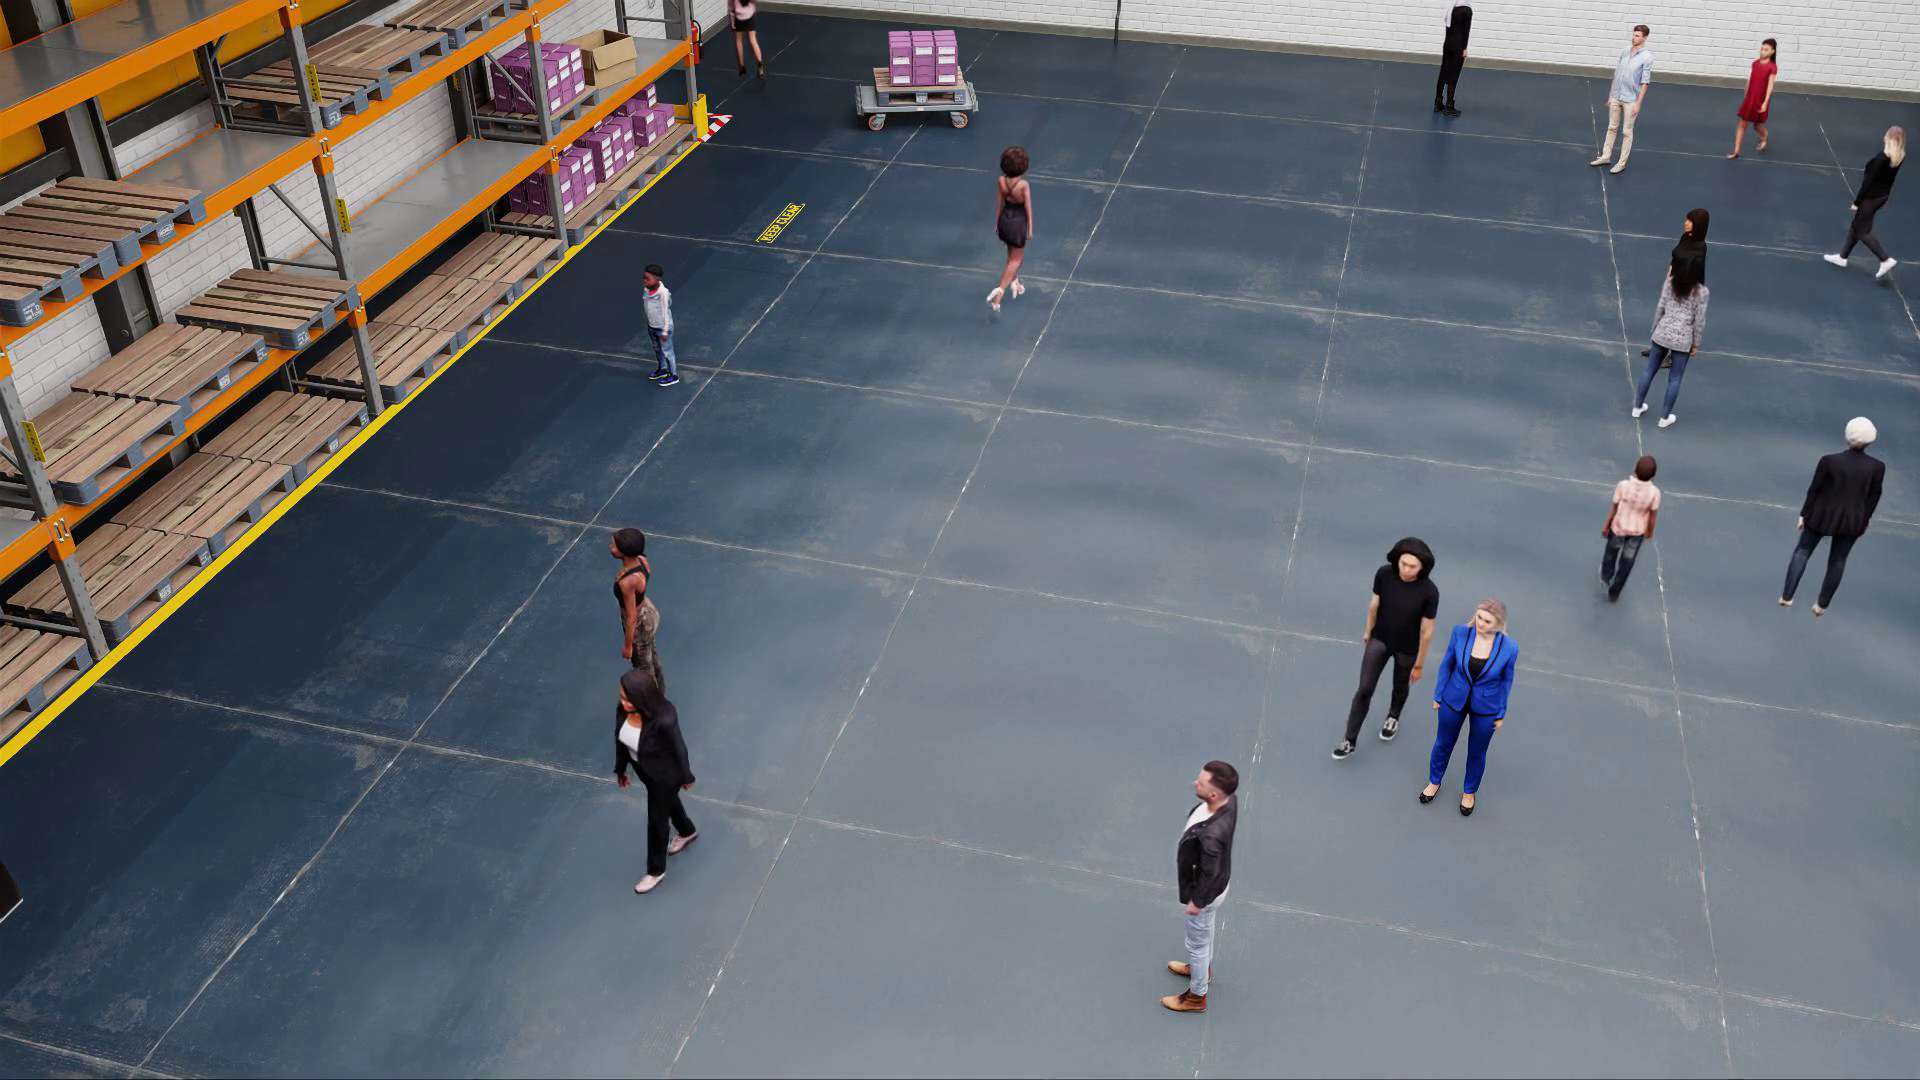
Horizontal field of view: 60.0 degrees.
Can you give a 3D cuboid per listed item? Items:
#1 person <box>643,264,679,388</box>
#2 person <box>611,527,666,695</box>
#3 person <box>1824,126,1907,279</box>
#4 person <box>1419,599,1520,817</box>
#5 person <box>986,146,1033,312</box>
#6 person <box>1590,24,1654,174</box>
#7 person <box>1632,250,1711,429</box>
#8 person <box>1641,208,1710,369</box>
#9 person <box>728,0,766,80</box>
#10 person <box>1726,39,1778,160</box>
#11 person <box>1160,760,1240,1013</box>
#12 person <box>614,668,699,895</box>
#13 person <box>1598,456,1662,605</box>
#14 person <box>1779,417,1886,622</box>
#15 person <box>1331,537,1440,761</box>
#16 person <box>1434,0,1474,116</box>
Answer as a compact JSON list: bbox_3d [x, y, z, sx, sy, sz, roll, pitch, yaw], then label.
[{"bbox_3d":[-2.944,-2.134,16.365,0.595,1.258,0.551,-29,43,-36],"label":"person"},{"bbox_3d":[-2.276,0.626,11.814,0.680,1.701,0.542,1,34,1],"label":"person"},{"bbox_3d":[10.142,-3.703,18.359,1.055,1.665,1.040,-23,40,-30],"label":"person"},{"bbox_3d":[3.417,1.093,11.112,0.666,1.700,0.606,15,37,22],"label":"person"},{"bbox_3d":[0.517,-3.247,17.585,0.816,1.762,1.133,21,39,29],"label":"person"},{"bbox_3d":[8.437,-5.595,21.041,0.775,1.847,0.720,-18,38,-25],"label":"person"},{"bbox_3d":[6.688,-1.897,15.583,0.696,1.730,0.690,-28,43,-35],"label":"person"},{"bbox_3d":[7.223,-2.536,16.623,0.705,1.642,0.589,-8,34,-11],"label":"person"},{"bbox_3d":[-3.053,-7.439,23.868,1.033,1.788,1.116,-16,37,-23],"label":"person"},{"bbox_3d":[10.333,-5.701,21.478,0.970,1.538,0.863,-22,39,-29],"label":"person"},{"bbox_3d":[1.425,1.992,9.635,0.711,1.837,0.478,9,35,14],"label":"person"},{"bbox_3d":[-1.894,1.417,10.726,0.835,1.586,1.004,22,39,29],"label":"person"},{"bbox_3d":[5.306,-0.065,13.221,0.578,1.293,0.704,13,36,18],"label":"person"},{"bbox_3d":[6.614,-0.113,12.443,0.791,1.778,0.696,14,36,20],"label":"person"},{"bbox_3d":[3.098,0.670,11.653,0.894,1.805,1.121,22,39,29],"label":"person"},{"bbox_3d":[6.786,-6.744,22.830,0.740,1.779,0.661,-14,36,-20],"label":"person"}]
